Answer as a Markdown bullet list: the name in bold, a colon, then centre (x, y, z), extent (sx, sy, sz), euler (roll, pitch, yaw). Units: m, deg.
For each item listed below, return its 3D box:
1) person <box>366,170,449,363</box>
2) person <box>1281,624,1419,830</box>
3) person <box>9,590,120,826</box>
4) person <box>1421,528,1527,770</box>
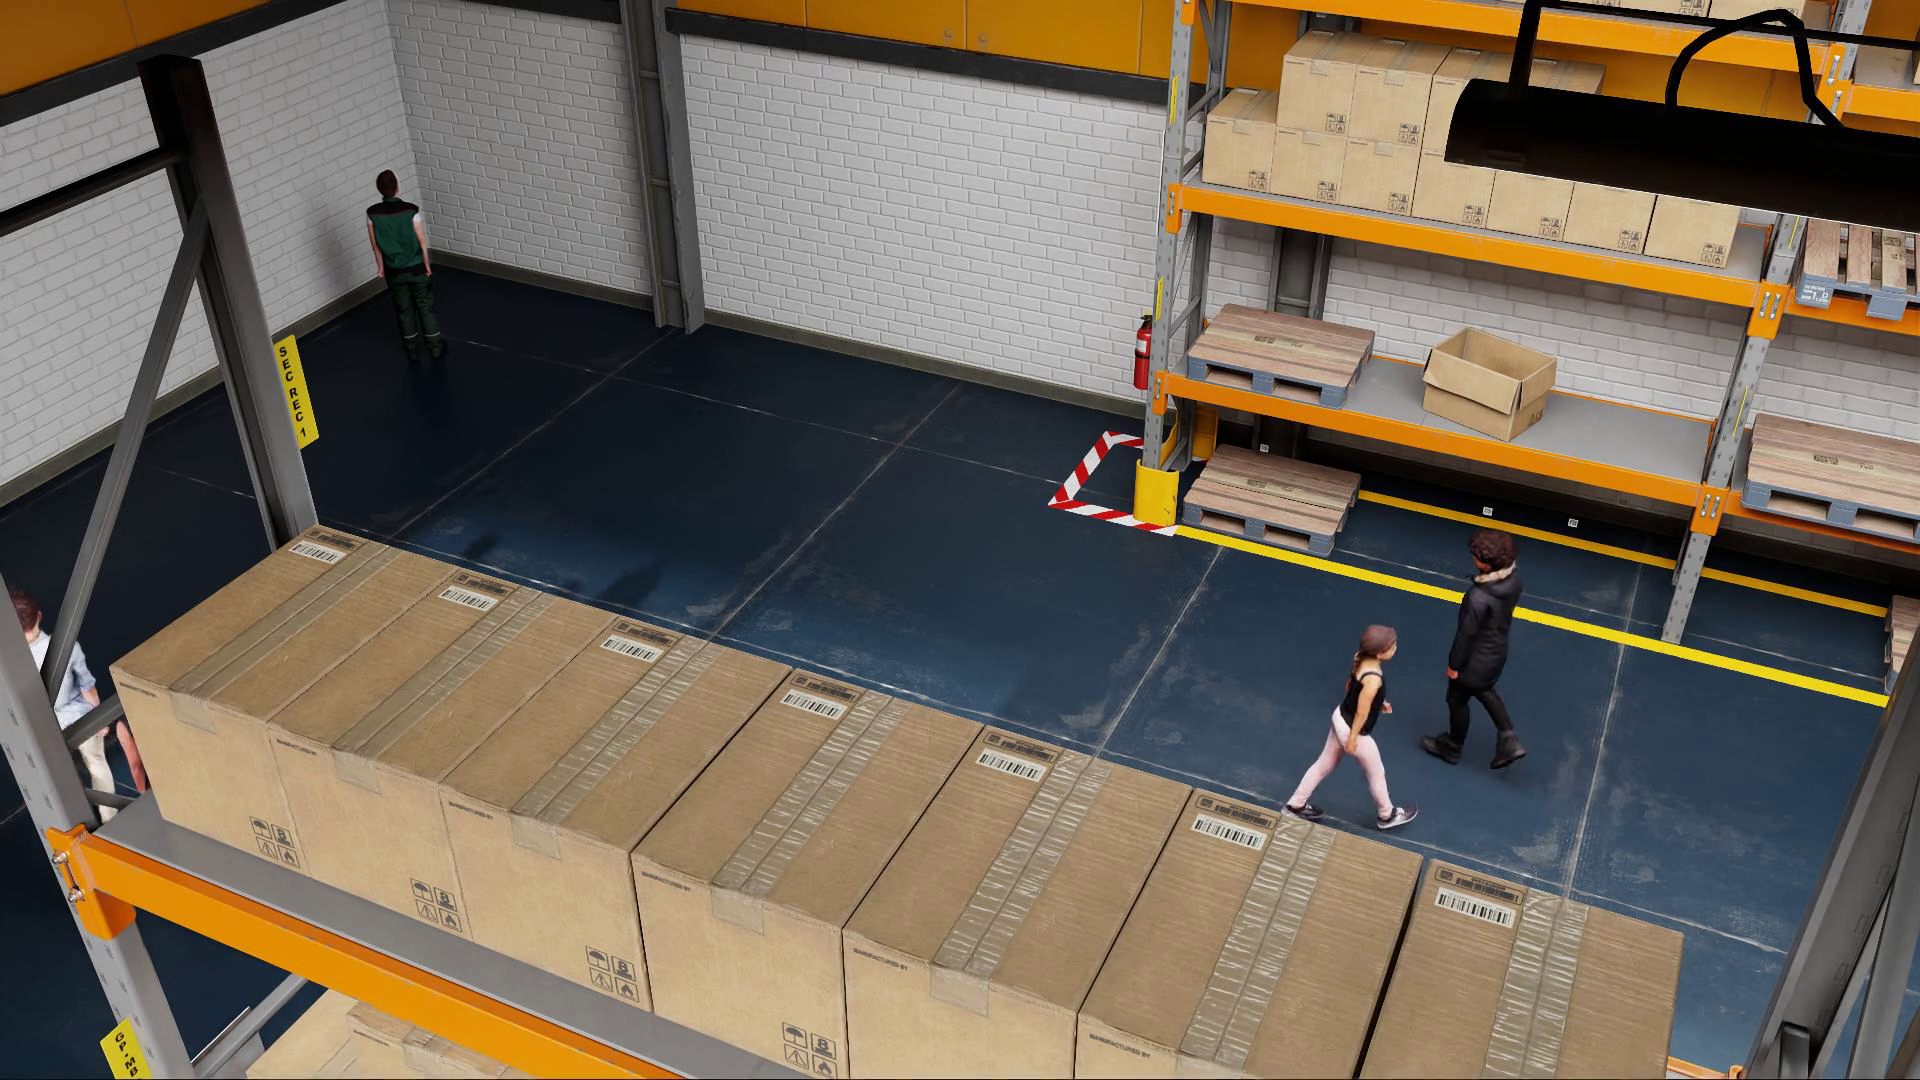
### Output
- **person**: centre (-5.070, -2.502, 15.199), extent (0.695, 1.842, 0.795), euler (-4, 34, -6)
- **person**: centre (2.297, 1.148, 10.005), extent (1.098, 1.513, 0.878), euler (-4, 34, -6)
- **person**: centre (-5.257, 1.128, 9.751), extent (1.031, 1.829, 1.134), euler (-15, 36, -21)
- **person**: centre (3.330, 0.738, 10.405), extent (1.013, 1.754, 0.856), euler (29, 43, 36)
